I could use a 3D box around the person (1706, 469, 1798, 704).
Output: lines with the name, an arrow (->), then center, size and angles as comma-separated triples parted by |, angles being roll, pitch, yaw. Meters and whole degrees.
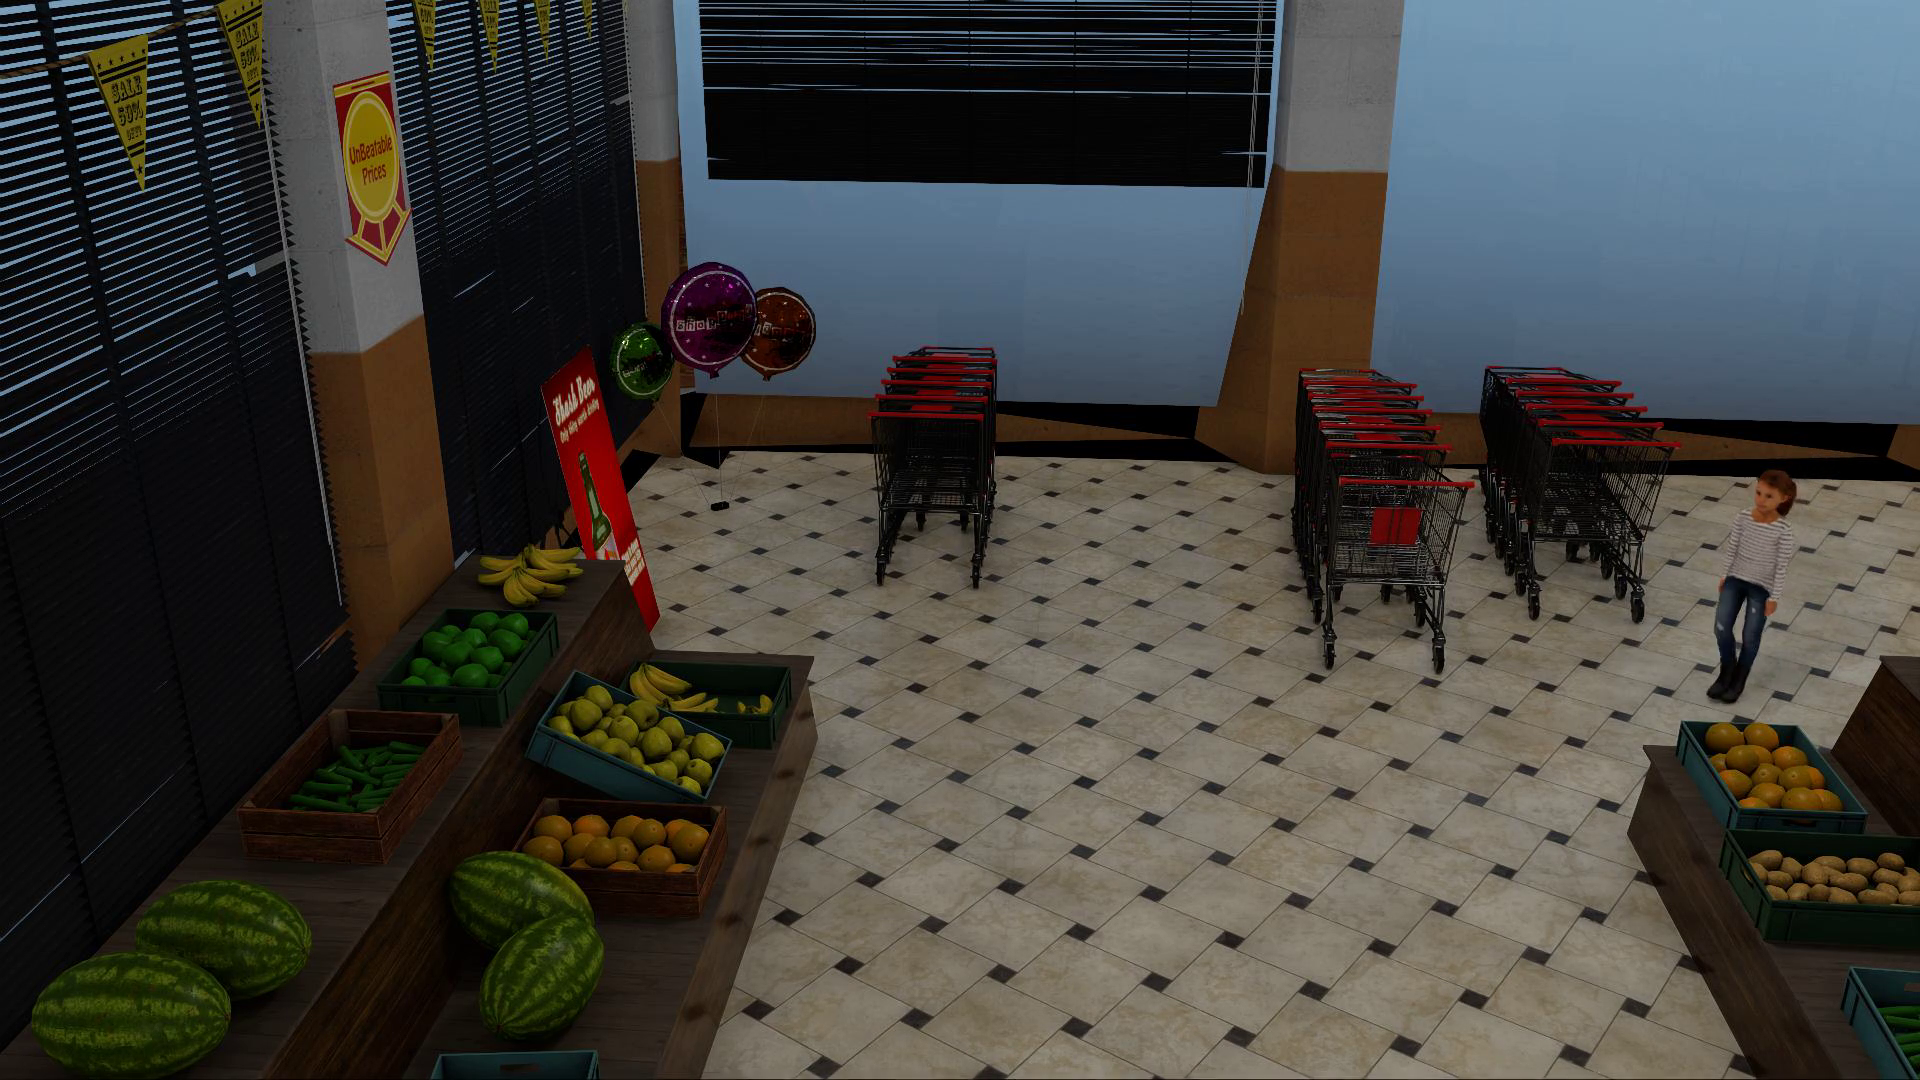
person -> 4.214, 0.235, 8.782 | 0.645, 1.310, 0.586 | -18, 28, -37
